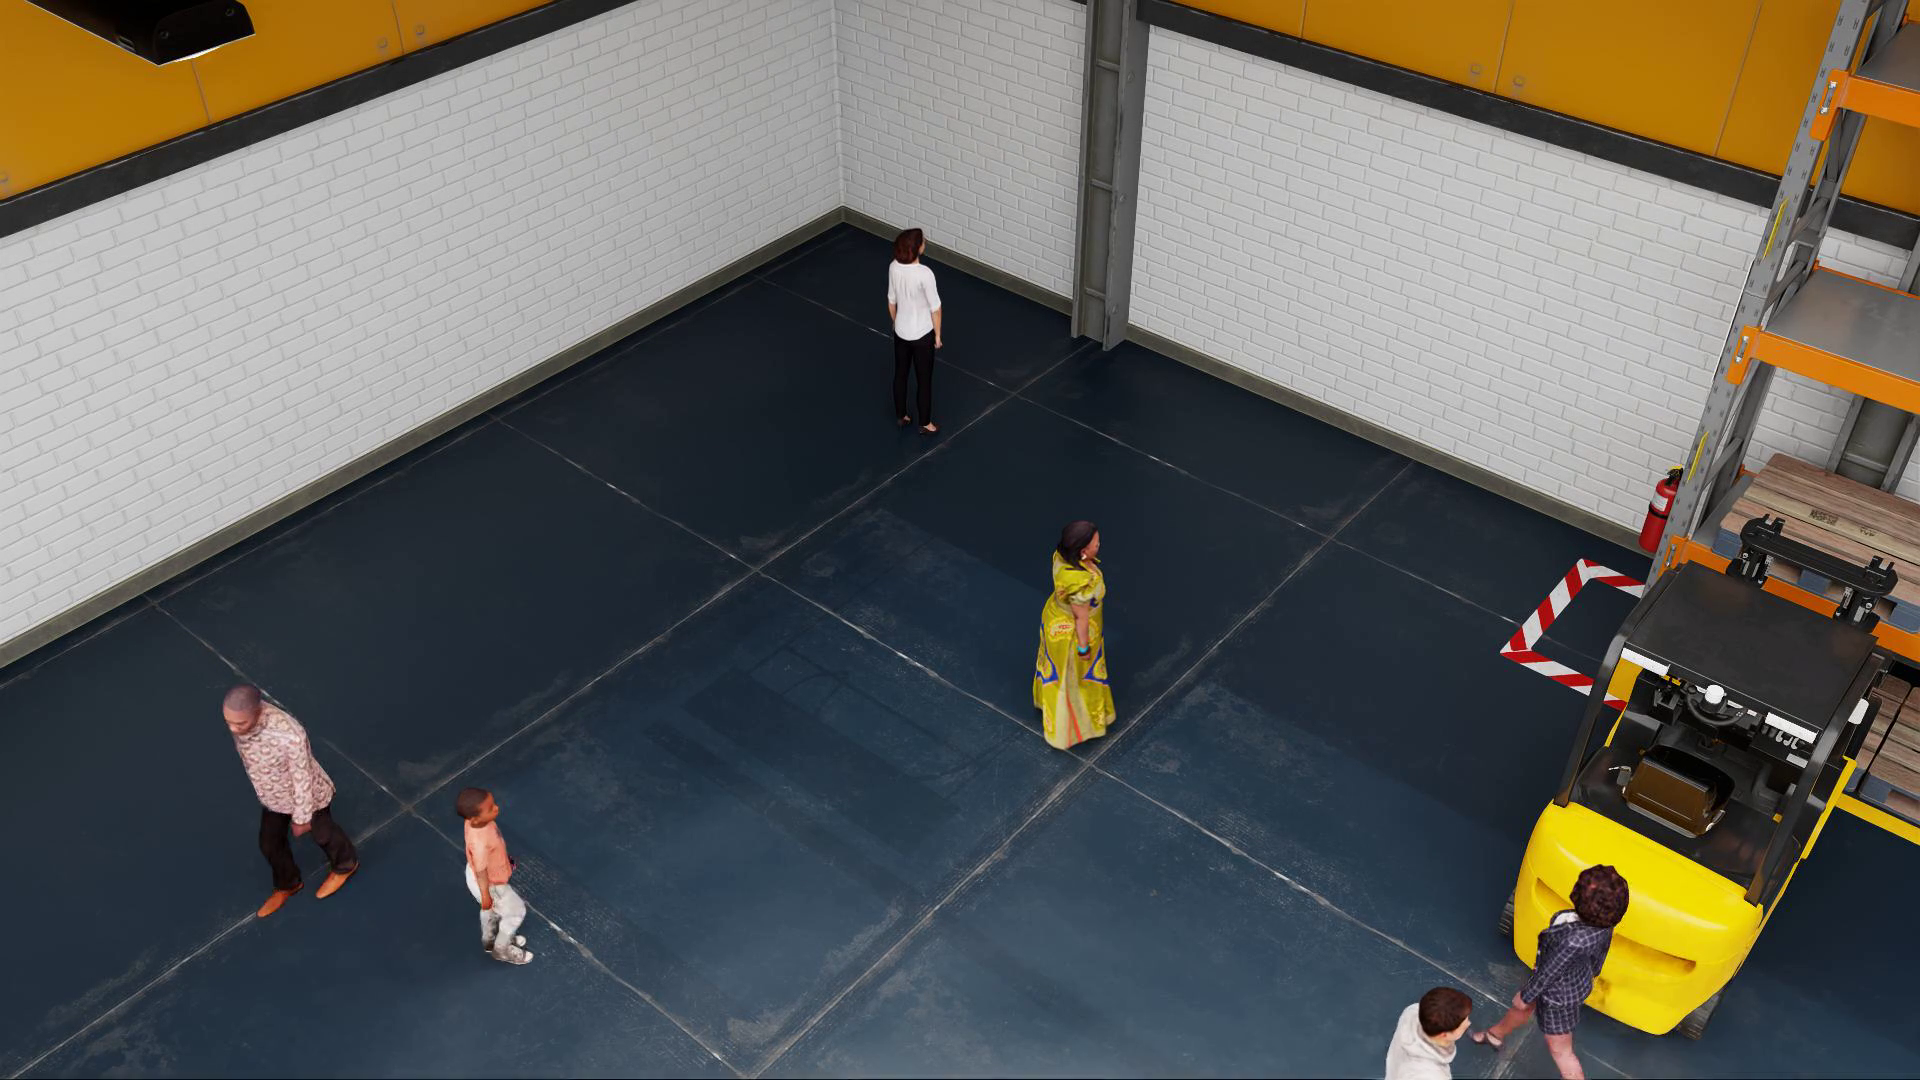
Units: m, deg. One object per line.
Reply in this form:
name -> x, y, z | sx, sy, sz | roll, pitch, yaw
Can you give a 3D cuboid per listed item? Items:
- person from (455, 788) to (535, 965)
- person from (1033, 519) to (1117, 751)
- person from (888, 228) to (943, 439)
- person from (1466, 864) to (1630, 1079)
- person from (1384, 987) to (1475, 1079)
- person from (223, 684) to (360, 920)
person -> -2.617, 1.825, 8.999 | 0.634, 1.295, 0.565 | -10, 40, -12
person -> 0.694, 0.552, 10.303 | 1.034, 1.657, 0.960 | -5, 39, -6
person -> -0.364, -1.592, 12.878 | 0.488, 1.794, 0.692 | 23, 44, 26
person -> 3.008, 2.266, 8.152 | 1.032, 1.662, 0.645 | 31, 48, 32
person -> 1.937, 2.636, 7.566 | 1.285, 1.817, 1.186 | -1, 39, -1
person -> -3.652, 1.326, 9.240 | 0.857, 1.774, 0.905 | 21, 43, 24
